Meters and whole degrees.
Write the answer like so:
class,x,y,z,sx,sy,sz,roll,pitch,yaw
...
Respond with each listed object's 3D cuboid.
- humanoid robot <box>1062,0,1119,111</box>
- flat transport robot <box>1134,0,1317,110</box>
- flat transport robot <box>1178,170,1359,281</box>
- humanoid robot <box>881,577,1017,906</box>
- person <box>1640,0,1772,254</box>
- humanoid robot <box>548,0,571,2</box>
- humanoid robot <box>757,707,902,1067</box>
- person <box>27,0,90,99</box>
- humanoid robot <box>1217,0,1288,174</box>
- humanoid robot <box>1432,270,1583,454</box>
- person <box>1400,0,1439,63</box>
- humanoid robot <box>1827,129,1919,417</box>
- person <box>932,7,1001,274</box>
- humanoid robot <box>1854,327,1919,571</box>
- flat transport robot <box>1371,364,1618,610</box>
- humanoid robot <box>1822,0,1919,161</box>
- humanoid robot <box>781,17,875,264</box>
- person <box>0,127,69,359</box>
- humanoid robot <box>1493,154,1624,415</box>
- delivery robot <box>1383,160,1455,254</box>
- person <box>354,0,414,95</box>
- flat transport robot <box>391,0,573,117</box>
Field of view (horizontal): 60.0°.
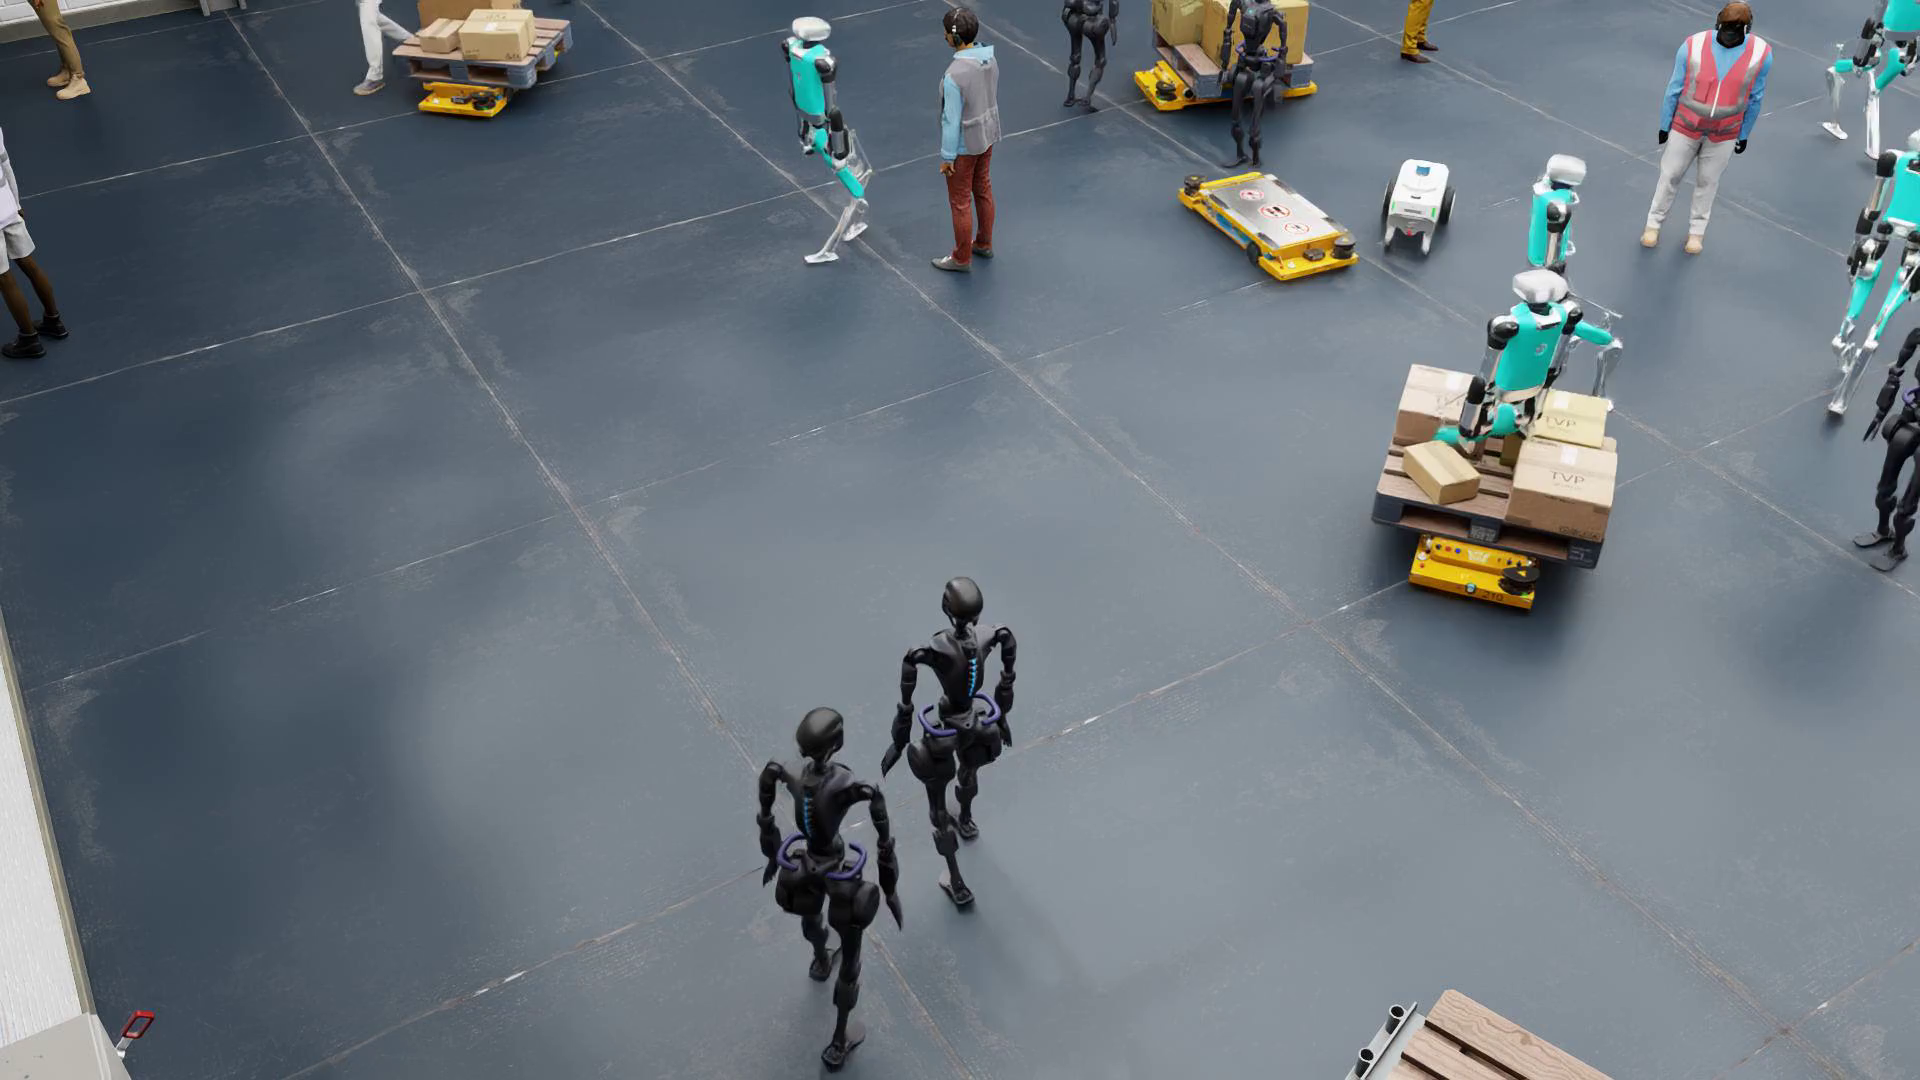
class,x,y,z,sx,sy,sz,roll,pitch,yaw
humanoid robot,1.038,-4.332,13.627,0.608,1.652,0.335,31,48,33
flat transport robot,2.282,-3.973,14.304,1.431,0.231,0.659,-9,39,-11
flat transport robot,2.258,-2.358,12.268,0.659,0.231,1.431,-16,41,-19
humanoid robot,-0.047,0.826,7.141,0.606,1.643,0.612,-17,41,-20
person,5.233,-2.892,11.688,0.628,1.835,0.431,13,40,16
humanoid robot,-3.634,-5.840,15.545,0.604,1.639,0.628,19,42,23
humanoid robot,-0.520,1.320,6.520,0.609,1.633,0.660,11,40,13
person,-7.676,-4.592,13.880,0.372,1.767,0.522,-22,43,-25
humanoid robot,2.235,-3.571,12.676,0.611,1.640,0.371,29,47,32
humanoid robot,2.836,-0.761,9.019,0.534,1.730,0.704,-14,41,-17
person,4.138,-5.061,14.491,0.343,1.750,0.527,16,41,19
humanoid robot,5.568,-1.564,10.152,0.551,1.803,1.000,31,48,33
person,0.062,-2.725,11.441,0.417,1.873,0.535,22,43,25
humanoid robot,5.175,-0.583,8.901,0.380,1.638,0.588,-17,41,-20
flat transport robot,3.014,-0.168,9.503,0.659,0.231,1.431,13,40,16
humanoid robot,7.156,-3.868,13.008,0.552,1.737,0.957,0,38,0
humanoid robot,-0.819,-2.864,11.742,0.853,1.776,0.530,-26,45,-29
person,-6.173,-2.055,10.543,0.358,1.938,0.544,9,39,12
humanoid robot,3.754,-1.418,9.934,0.989,1.765,0.559,9,39,11
delivery robot,3.357,-2.500,12.197,0.499,0.571,0.756,13,40,15
person,-4.979,-4.770,14.039,0.601,1.857,0.825,22,43,25
flat transport robot,-4.071,-4.048,14.400,0.659,0.231,1.431,7,39,9
